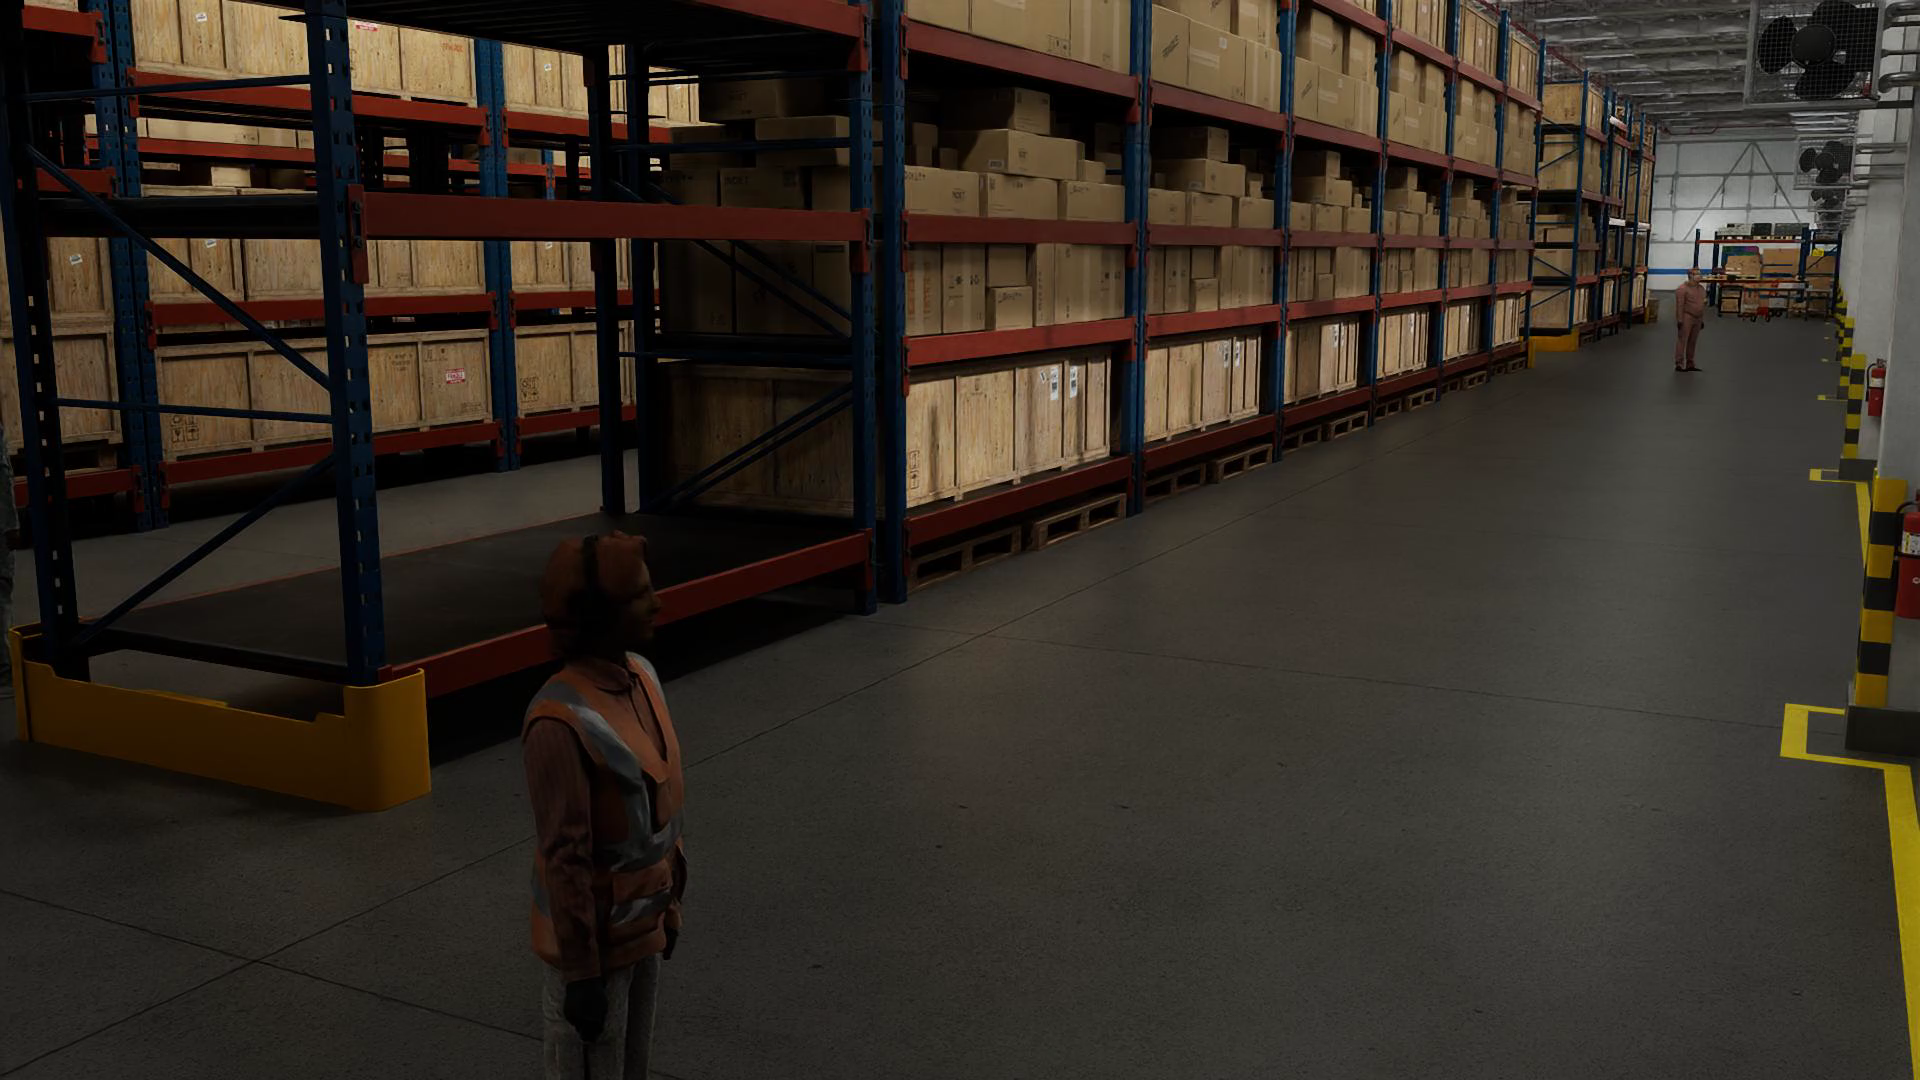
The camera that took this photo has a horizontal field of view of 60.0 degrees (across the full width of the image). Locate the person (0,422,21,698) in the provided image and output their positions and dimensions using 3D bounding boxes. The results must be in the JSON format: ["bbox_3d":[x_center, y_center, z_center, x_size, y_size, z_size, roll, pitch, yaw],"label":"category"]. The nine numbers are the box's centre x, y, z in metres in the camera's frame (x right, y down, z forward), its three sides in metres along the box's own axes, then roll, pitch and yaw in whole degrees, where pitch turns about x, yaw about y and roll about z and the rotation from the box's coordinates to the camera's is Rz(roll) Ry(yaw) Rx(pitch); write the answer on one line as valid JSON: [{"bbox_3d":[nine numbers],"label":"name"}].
[{"bbox_3d":[-4.799,-0.094,8.173,0.487,1.746,0.287,5,11,25],"label":"person"}]

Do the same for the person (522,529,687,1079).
[{"bbox_3d":[-0.699,0.794,3.323,0.309,1.645,0.514,1,10,6],"label":"person"}]

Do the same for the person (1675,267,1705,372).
[{"bbox_3d":[13.462,-4.048,30.598,0.664,1.907,0.404,-5,11,-25],"label":"person"}]
